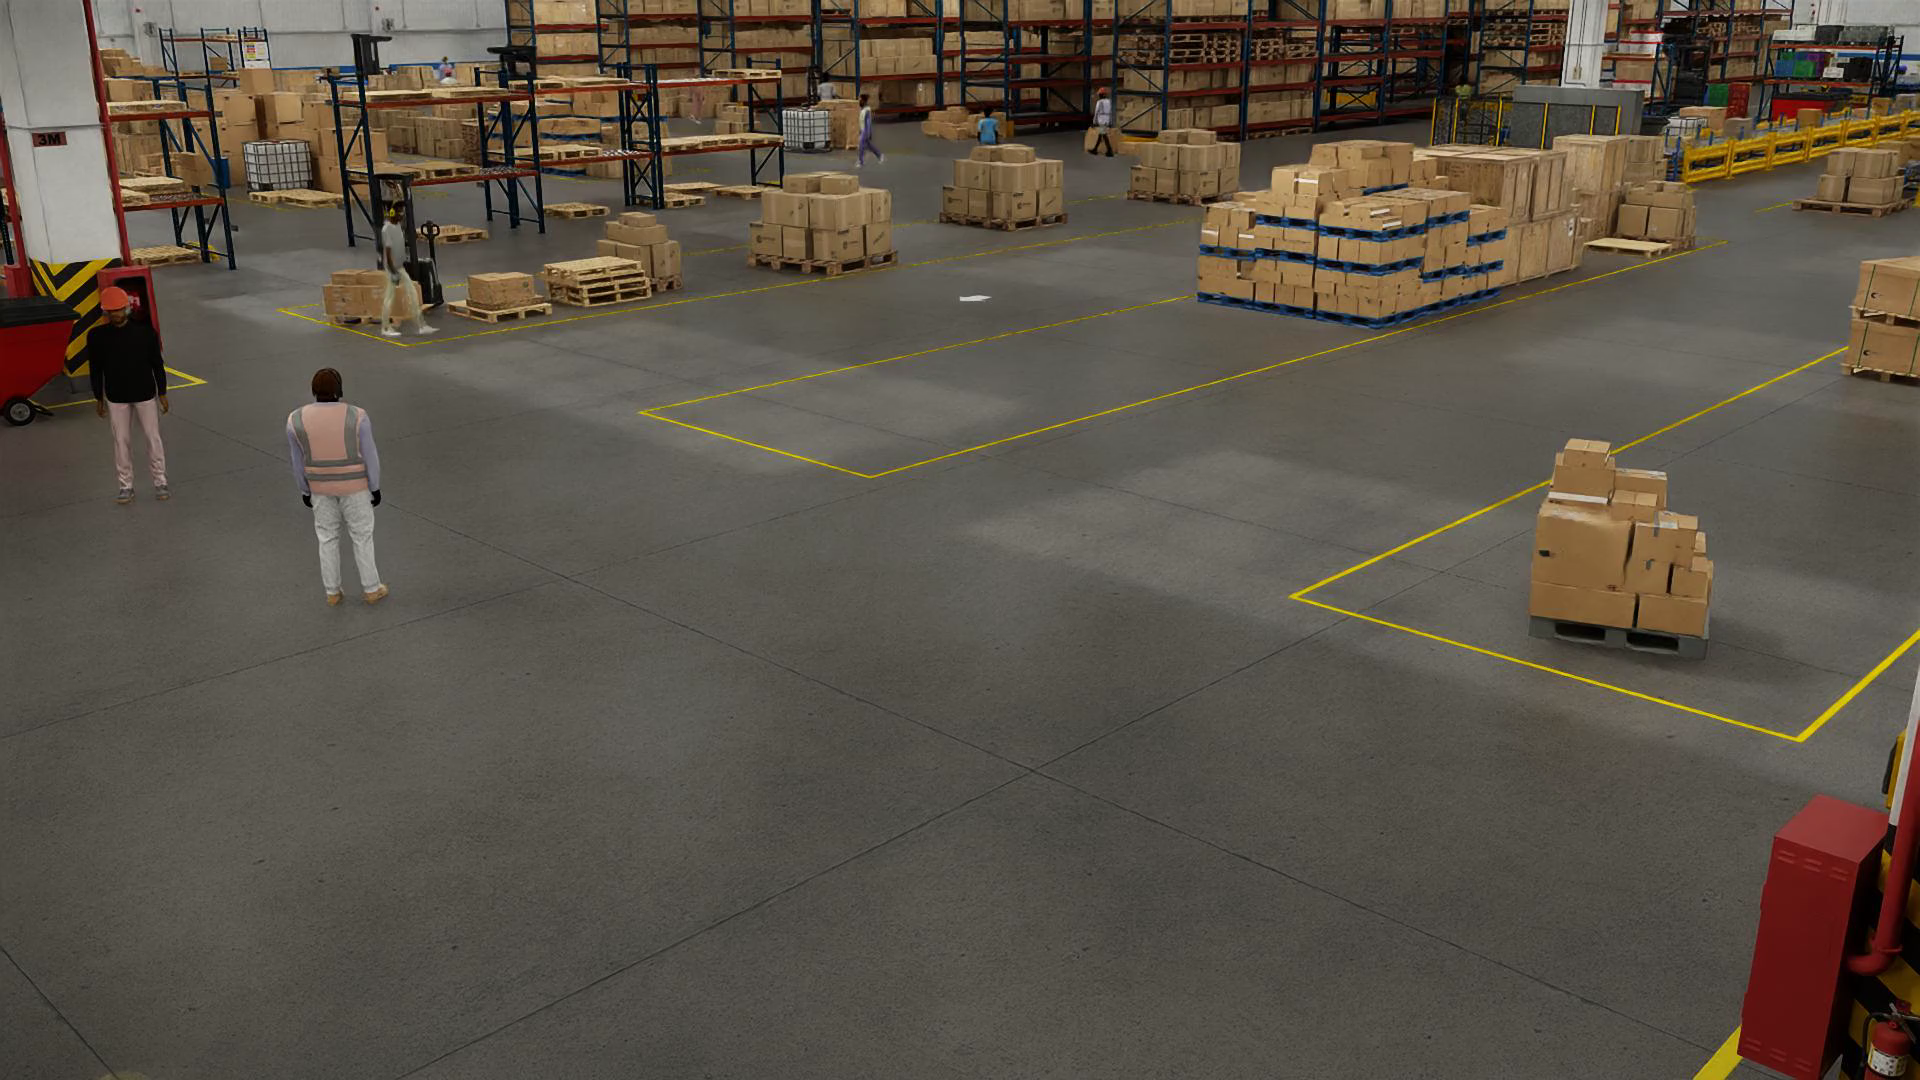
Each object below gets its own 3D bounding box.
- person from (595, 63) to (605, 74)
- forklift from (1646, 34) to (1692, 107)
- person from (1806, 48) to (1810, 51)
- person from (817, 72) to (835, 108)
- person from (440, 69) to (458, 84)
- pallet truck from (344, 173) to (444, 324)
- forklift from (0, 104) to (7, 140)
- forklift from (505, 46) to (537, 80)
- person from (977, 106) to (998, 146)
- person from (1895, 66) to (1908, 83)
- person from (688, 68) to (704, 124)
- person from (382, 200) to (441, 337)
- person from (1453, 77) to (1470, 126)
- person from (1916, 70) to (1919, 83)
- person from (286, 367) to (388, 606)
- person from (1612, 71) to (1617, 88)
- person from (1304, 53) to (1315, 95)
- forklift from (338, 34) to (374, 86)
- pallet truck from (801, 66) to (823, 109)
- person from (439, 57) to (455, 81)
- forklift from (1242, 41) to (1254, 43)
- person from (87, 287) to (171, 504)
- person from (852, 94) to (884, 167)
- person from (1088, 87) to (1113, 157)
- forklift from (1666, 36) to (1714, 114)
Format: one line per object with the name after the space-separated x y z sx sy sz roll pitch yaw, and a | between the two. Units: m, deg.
-14.781 -18.868 68.575 0.522 1.639 0.310 -6 19 -18 | person
28.184 -18.545 65.656 1.129 2.768 1.873 17 25 41 | forklift
43.403 -24.422 84.865 0.460 1.922 0.552 -6 19 -16 | person
-4.316 -14.171 53.922 0.603 1.951 0.640 -7 20 -21 | person
-17.262 -14.990 56.431 0.641 1.937 1.057 -9 21 -26 | person
-8.209 -4.181 23.757 0.823 1.965 1.885 3 19 9 | pallet truck
-30.137 -13.577 50.687 1.129 2.768 1.873 17 25 41 | forklift
-13.617 -14.003 51.971 1.129 2.768 1.873 7 19 19 | forklift
0.662 -10.118 42.123 0.552 1.677 0.565 -8 20 -23 | person
33.351 -15.825 58.955 0.848 1.910 0.628 13 22 33 | person
-9.228 -15.491 57.996 0.631 1.895 0.642 17 25 42 | person
-7.479 -3.634 22.373 0.900 1.822 0.574 3 19 8 | person
17.044 -14.923 56.648 0.860 1.649 0.546 -15 24 -38 | person
37.859 -17.919 65.429 0.614 1.813 0.432 -17 25 -41 | person
-4.700 -0.398 12.607 0.626 1.844 0.429 -2 18 -6 | person
24.324 -16.816 62.360 0.867 1.652 0.536 -17 25 -42 | person
15.451 -20.612 73.412 0.410 1.905 0.641 -15 24 -39 | person
-23.312 -18.347 65.058 1.129 2.768 1.873 17 25 41 | forklift
-4.812 -15.182 56.903 0.823 1.965 1.885 -9 21 -26 | pallet truck
-20.856 -18.665 67.559 0.988 1.904 0.634 11 21 29 | person
10.178 -15.869 57.592 1.129 2.768 1.873 17 25 41 | forklift
-7.547 -1.318 15.135 0.618 1.993 0.396 -6 19 -19 | person
-2.433 -10.831 43.966 0.805 1.894 0.598 -4 19 -11 | person
3.990 -11.742 46.717 0.987 1.885 0.563 17 25 42 | person
27.341 -17.291 61.877 1.129 2.768 1.873 17 25 41 | forklift
